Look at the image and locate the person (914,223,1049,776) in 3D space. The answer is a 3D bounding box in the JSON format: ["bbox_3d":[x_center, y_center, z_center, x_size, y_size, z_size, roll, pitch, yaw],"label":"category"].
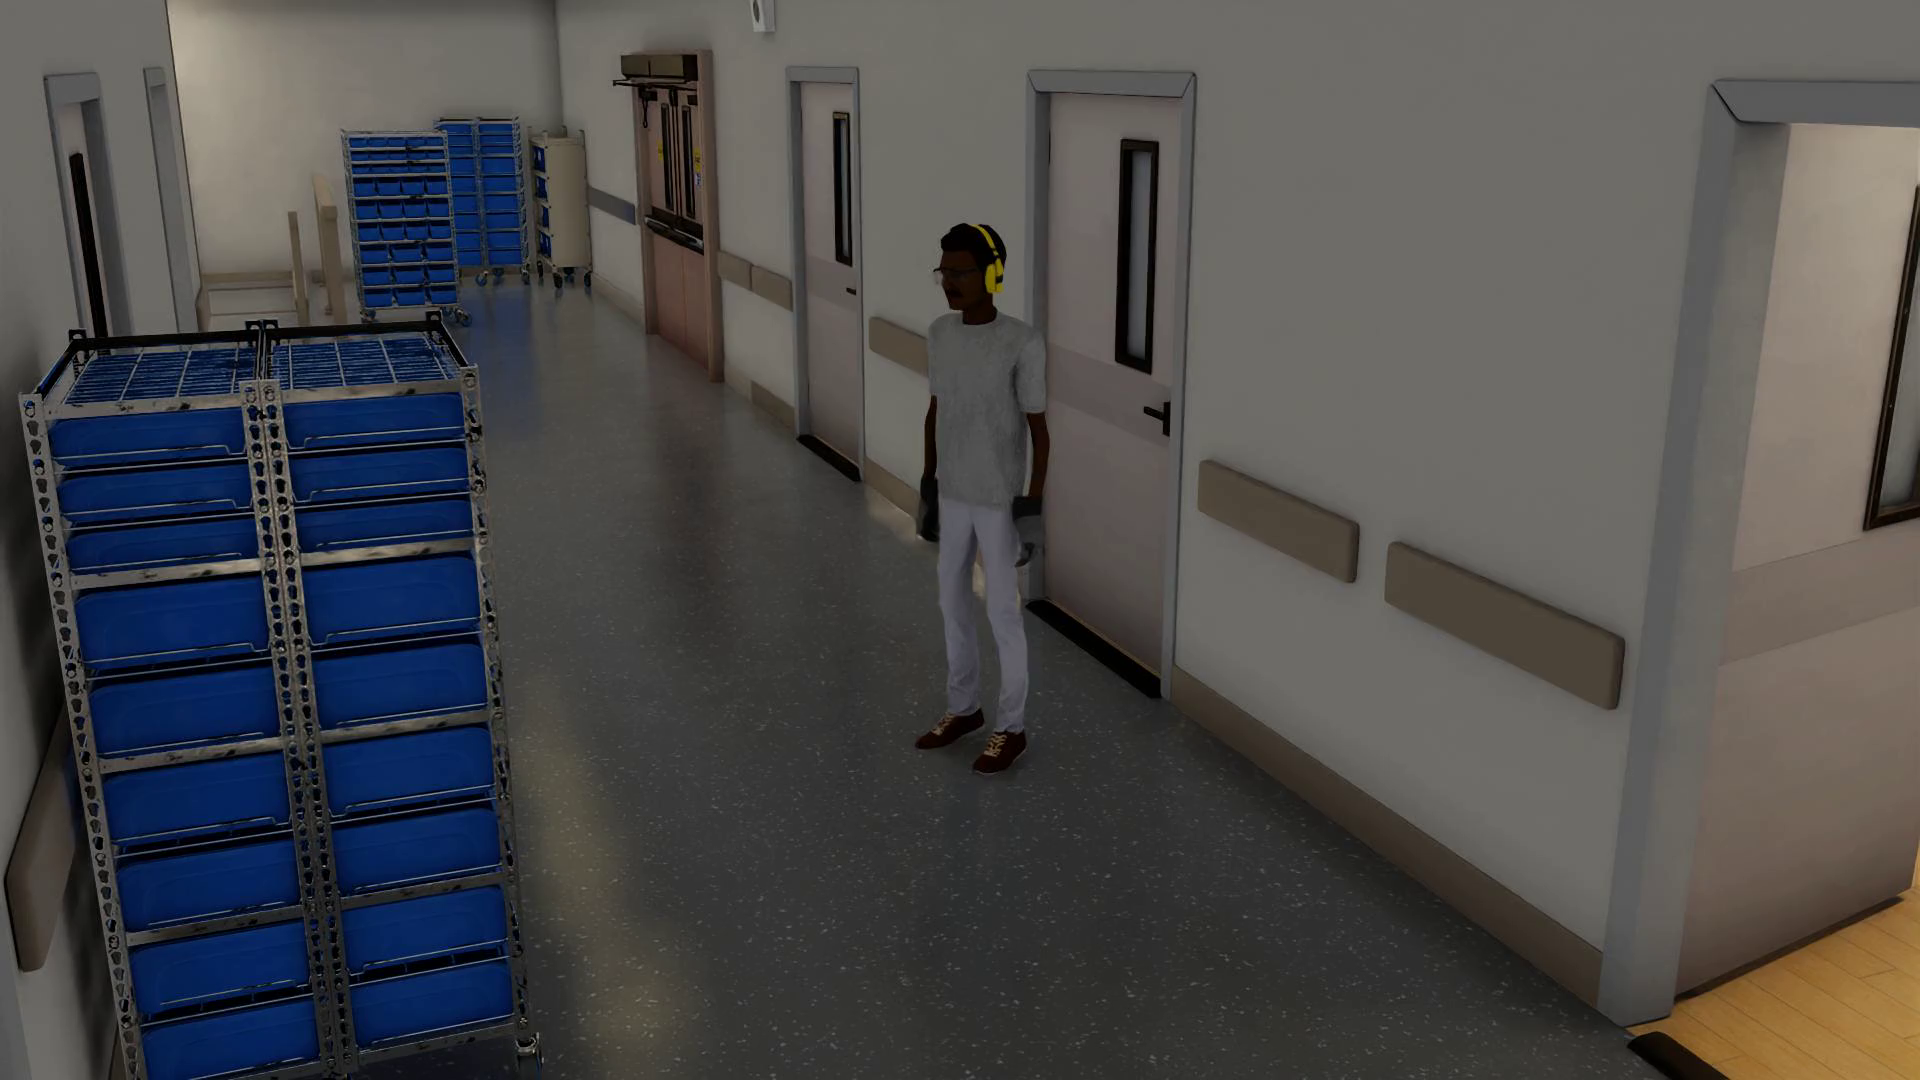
[{"bbox_3d":[0.064,-0.130,5.624,0.535,1.870,0.315,13,21,39],"label":"person"}]
